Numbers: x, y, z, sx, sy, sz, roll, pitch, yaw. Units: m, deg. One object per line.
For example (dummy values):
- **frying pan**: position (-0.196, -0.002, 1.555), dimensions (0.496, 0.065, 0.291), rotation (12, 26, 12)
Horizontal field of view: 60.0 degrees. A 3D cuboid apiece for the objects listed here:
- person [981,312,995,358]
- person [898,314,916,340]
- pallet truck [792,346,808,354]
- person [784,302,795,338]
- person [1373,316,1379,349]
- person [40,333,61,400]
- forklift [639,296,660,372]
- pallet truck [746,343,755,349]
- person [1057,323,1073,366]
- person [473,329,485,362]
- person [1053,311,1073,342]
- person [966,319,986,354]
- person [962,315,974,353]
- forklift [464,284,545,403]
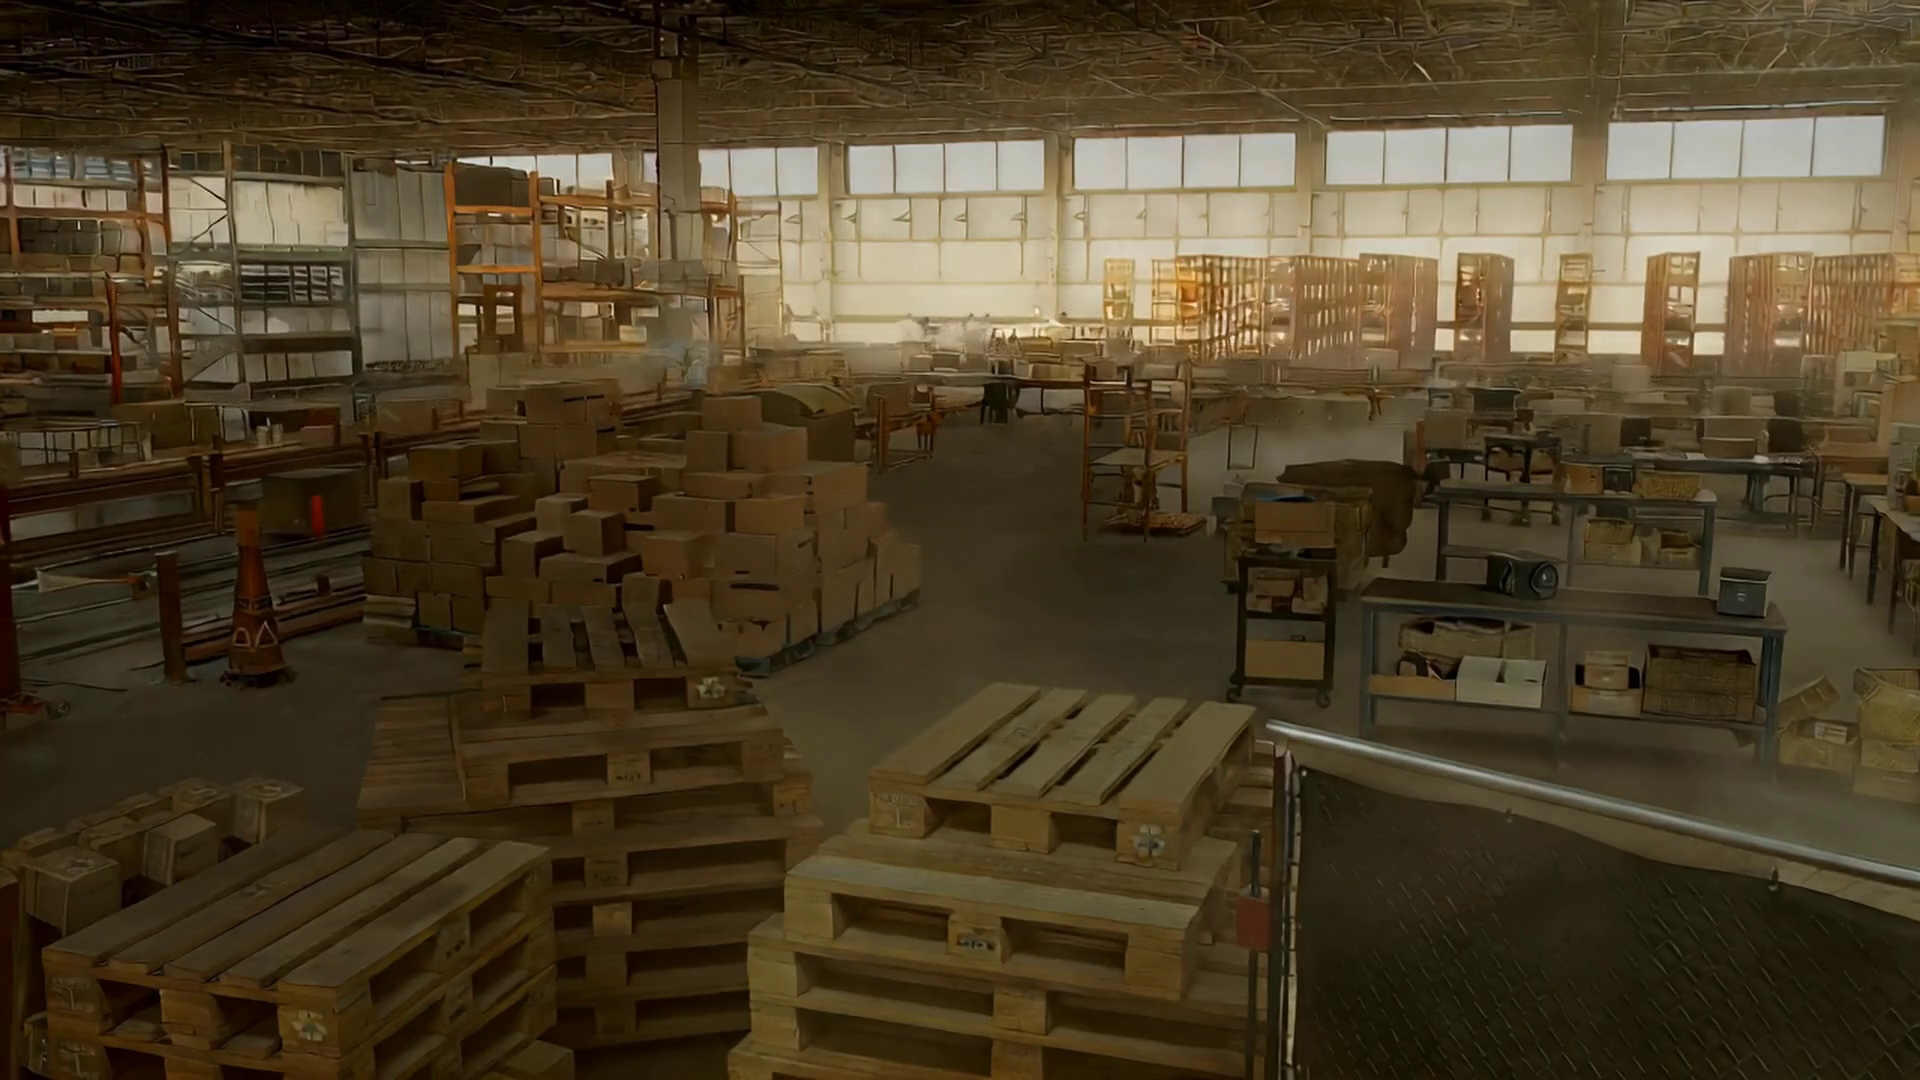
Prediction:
- **person**: position (0.882, -7.410, 60.344), dimensions (0.486, 1.705, 0.891), rotation (9, 13, 44)
- **person**: position (-1.804, -6.929, 57.298), dimensions (0.570, 1.694, 0.928), rotation (-7, 12, -39)
- **pallet truck**: position (-3.705, -4.298, 42.022), dimensions (0.653, 1.274, 1.630), rotation (3, 10, 20)
- **person**: position (-7.166, -8.872, 68.875), dimensions (0.777, 1.905, 0.548), rotation (4, 10, 26)
- **person**: position (13.898, -6.717, 55.534), dimensions (0.404, 1.836, 0.590), rotation (0, 9, -1)
- **person**: position (-22.217, -4.205, 40.085), dimensions (0.900, 1.717, 0.540), rotation (-9, 13, -44)
- **forklift**: position (-9.175, -6.363, 50.043), dimensions (1.129, 2.768, 1.873), rotation (3, 10, 20)
- **pallet truck**: position (-6.183, -4.618, 44.264), dimensions (1.601, 1.201, 0.680), rotation (-9, 12, -43)
- **person**: position (2.383, -3.914, 37.576), dimensions (0.394, 1.949, 0.602), rotation (-1, 9, -5)
- **person**: position (-12.050, -4.482, 41.969), dimensions (0.322, 1.690, 0.533), rotation (7, 12, 38)
- **person**: position (3.282, -6.381, 53.242), dimensions (0.643, 1.895, 0.414), rotation (-2, 9, -15)
- **person**: position (0.465, -5.193, 45.973), dimensions (0.601, 1.831, 0.404), rotation (5, 10, 28)
- **person**: position (0.259, -6.221, 52.581), dimensions (0.937, 1.785, 0.596), rotation (2, 9, 14)
- **forklift**: position (-10.832, -4.702, 39.610), dimensions (1.129, 2.768, 1.873), rotation (3, 10, 20)
